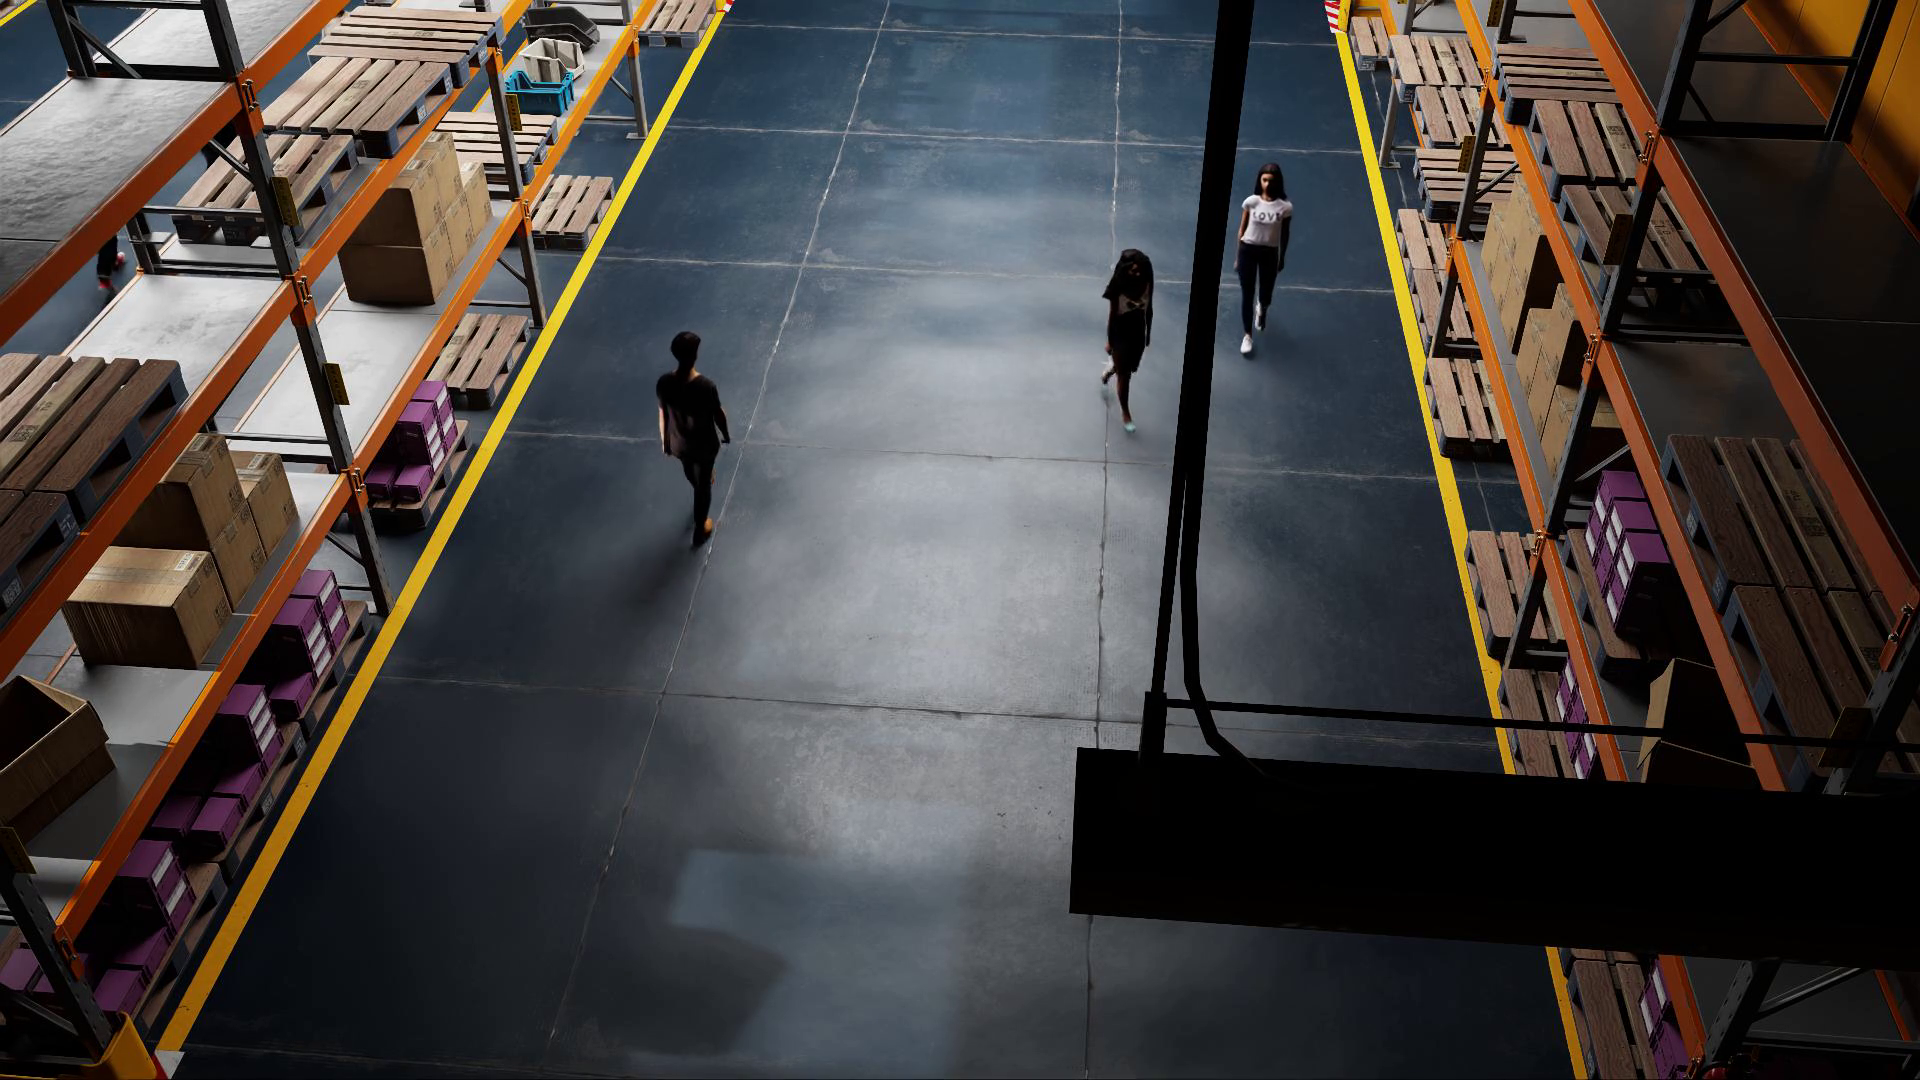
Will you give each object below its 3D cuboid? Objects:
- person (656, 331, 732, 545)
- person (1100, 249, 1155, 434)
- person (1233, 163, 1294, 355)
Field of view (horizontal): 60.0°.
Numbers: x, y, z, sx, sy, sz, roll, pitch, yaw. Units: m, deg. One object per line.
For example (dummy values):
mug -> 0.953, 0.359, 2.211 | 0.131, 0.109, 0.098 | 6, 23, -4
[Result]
person -> -2.009, -0.717, 12.374 | 0.716, 1.685, 1.014 | 8, 39, 10
person -> 1.344, -1.684, 13.645 | 0.840, 1.608, 1.022 | -15, 41, -18
person -> 2.616, -2.489, 14.527 | 0.665, 1.765, 0.803 | 9, 40, 11
